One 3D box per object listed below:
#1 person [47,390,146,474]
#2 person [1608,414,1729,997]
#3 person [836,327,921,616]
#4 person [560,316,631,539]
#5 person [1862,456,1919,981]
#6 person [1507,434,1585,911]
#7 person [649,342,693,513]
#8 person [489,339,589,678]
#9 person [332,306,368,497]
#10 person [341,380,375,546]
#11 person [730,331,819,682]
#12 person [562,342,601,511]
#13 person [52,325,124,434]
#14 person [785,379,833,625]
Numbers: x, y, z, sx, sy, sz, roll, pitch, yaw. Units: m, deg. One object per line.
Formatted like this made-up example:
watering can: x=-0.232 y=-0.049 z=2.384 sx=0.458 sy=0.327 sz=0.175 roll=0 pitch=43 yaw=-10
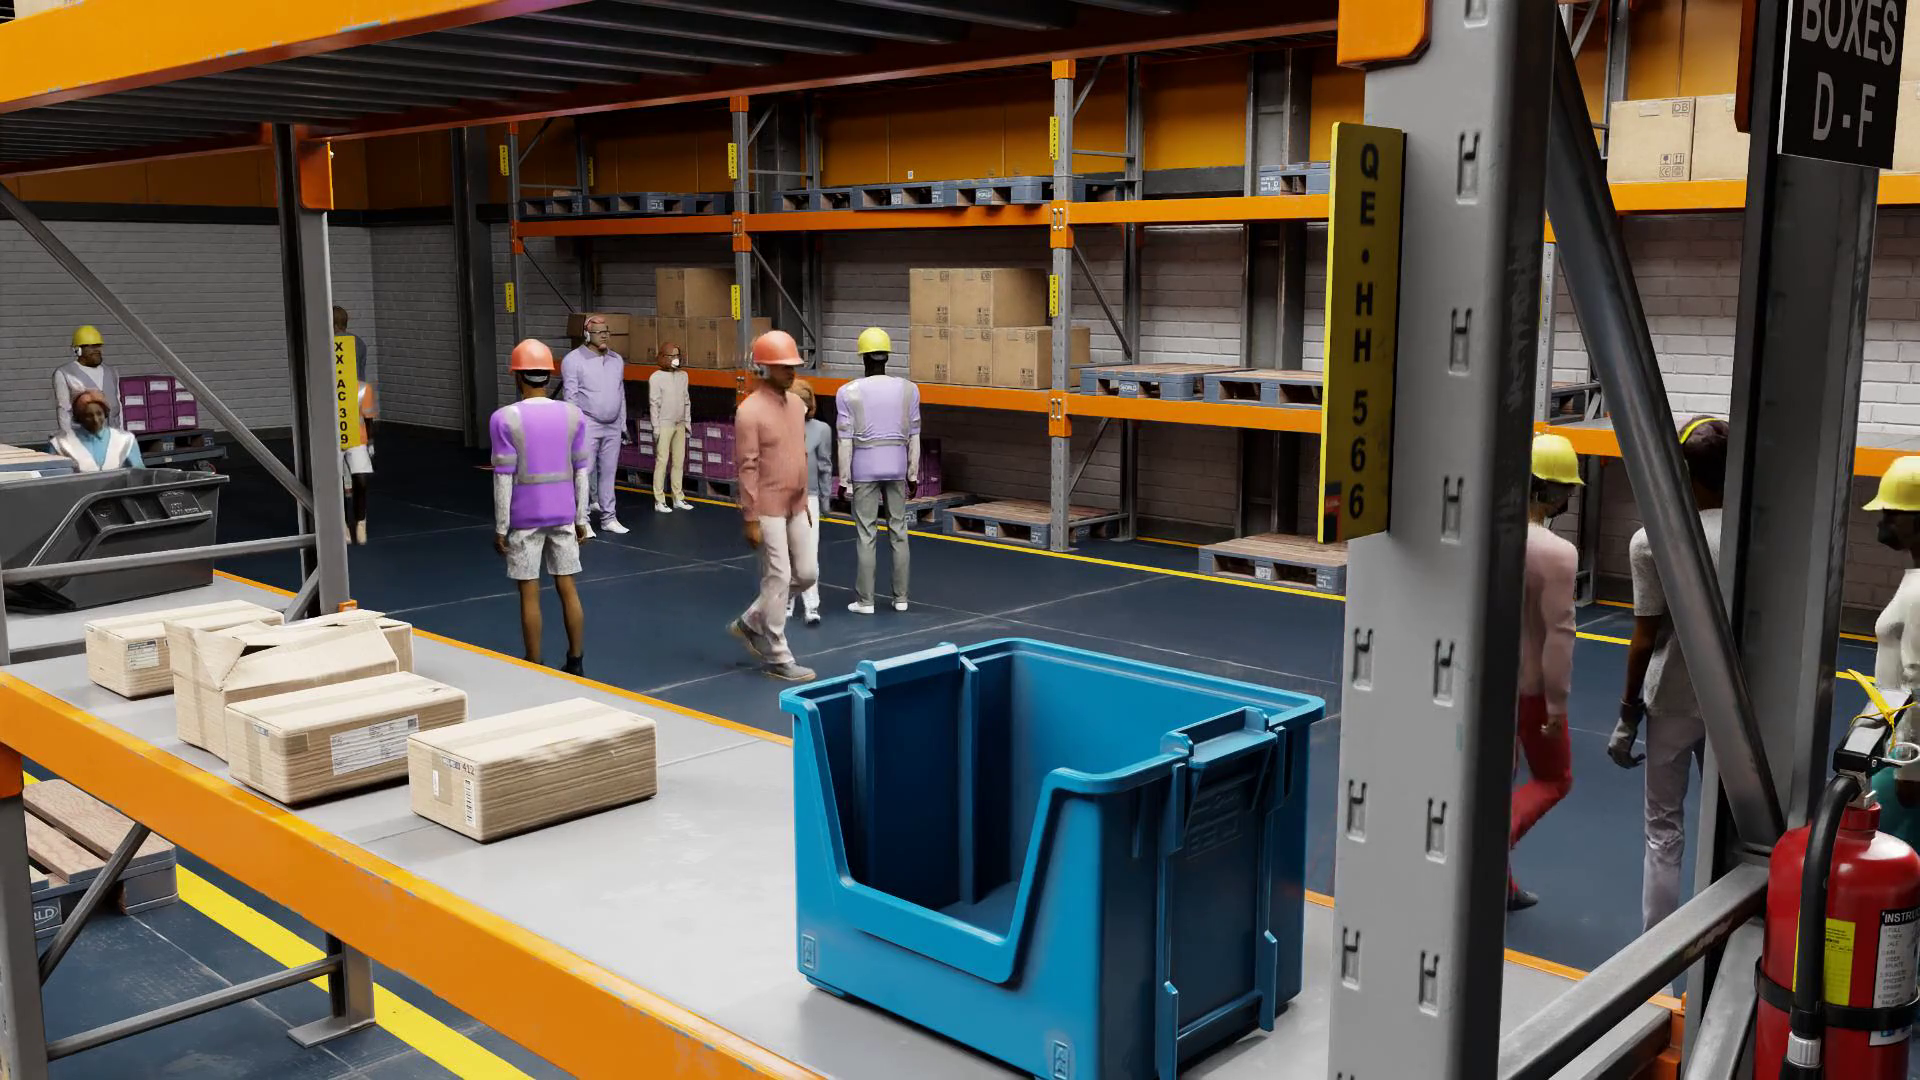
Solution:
person: x=-5.208 y=-0.120 z=10.110 sx=0.582 sy=1.588 sz=0.884 roll=-8 pitch=12 yaw=-42
person: x=2.293 y=0.542 z=5.205 sx=0.508 sy=1.874 sz=0.329 roll=-1 pitch=9 yaw=-5
person: x=-0.551 y=-0.452 z=11.129 sx=0.587 sy=1.928 sz=0.364 roll=-4 pitch=10 yaw=-21
person: x=-3.128 y=-0.978 z=14.417 sx=0.404 sy=1.911 sz=0.636 roll=8 pitch=12 yaw=41
person: x=2.880 y=0.618 z=5.092 sx=0.375 sy=1.761 sz=0.545 roll=7 pitch=12 yaw=38
person: x=1.938 y=0.501 z=5.851 sx=0.484 sy=1.746 sz=0.518 roll=-4 pitch=10 yaw=-25
person: x=-2.760 y=-1.075 z=15.876 sx=0.282 sy=1.625 sz=0.493 roll=6 pitch=11 yaw=34
person: x=-2.312 y=-0.130 z=9.129 sx=0.551 sy=1.934 sz=0.373 roll=-7 pitch=12 yaw=-36
person: x=-6.287 y=-1.403 z=16.930 sx=0.372 sy=1.940 sz=0.631 roll=3 pitch=10 yaw=17
person: x=-5.138 y=-0.770 z=13.824 sx=0.546 sy=1.670 sz=0.569 roll=-4 pitch=10 yaw=-21
person: x=-1.066 y=-0.189 z=9.366 sx=0.519 sy=1.976 sz=0.637 roll=5 pitch=10 yaw=26
person: x=-3.525 y=-1.059 z=15.752 sx=0.289 sy=1.633 sz=0.499 roll=9 pitch=13 yaw=43
person: x=-7.384 y=-0.906 z=14.190 sx=0.403 sy=1.837 sz=0.591 roll=5 pitch=10 yaw=27
person: x=-1.080 y=-0.236 z=10.828 sx=0.525 sy=1.595 sz=0.810 roll=-1 pitch=9 yaw=-6
